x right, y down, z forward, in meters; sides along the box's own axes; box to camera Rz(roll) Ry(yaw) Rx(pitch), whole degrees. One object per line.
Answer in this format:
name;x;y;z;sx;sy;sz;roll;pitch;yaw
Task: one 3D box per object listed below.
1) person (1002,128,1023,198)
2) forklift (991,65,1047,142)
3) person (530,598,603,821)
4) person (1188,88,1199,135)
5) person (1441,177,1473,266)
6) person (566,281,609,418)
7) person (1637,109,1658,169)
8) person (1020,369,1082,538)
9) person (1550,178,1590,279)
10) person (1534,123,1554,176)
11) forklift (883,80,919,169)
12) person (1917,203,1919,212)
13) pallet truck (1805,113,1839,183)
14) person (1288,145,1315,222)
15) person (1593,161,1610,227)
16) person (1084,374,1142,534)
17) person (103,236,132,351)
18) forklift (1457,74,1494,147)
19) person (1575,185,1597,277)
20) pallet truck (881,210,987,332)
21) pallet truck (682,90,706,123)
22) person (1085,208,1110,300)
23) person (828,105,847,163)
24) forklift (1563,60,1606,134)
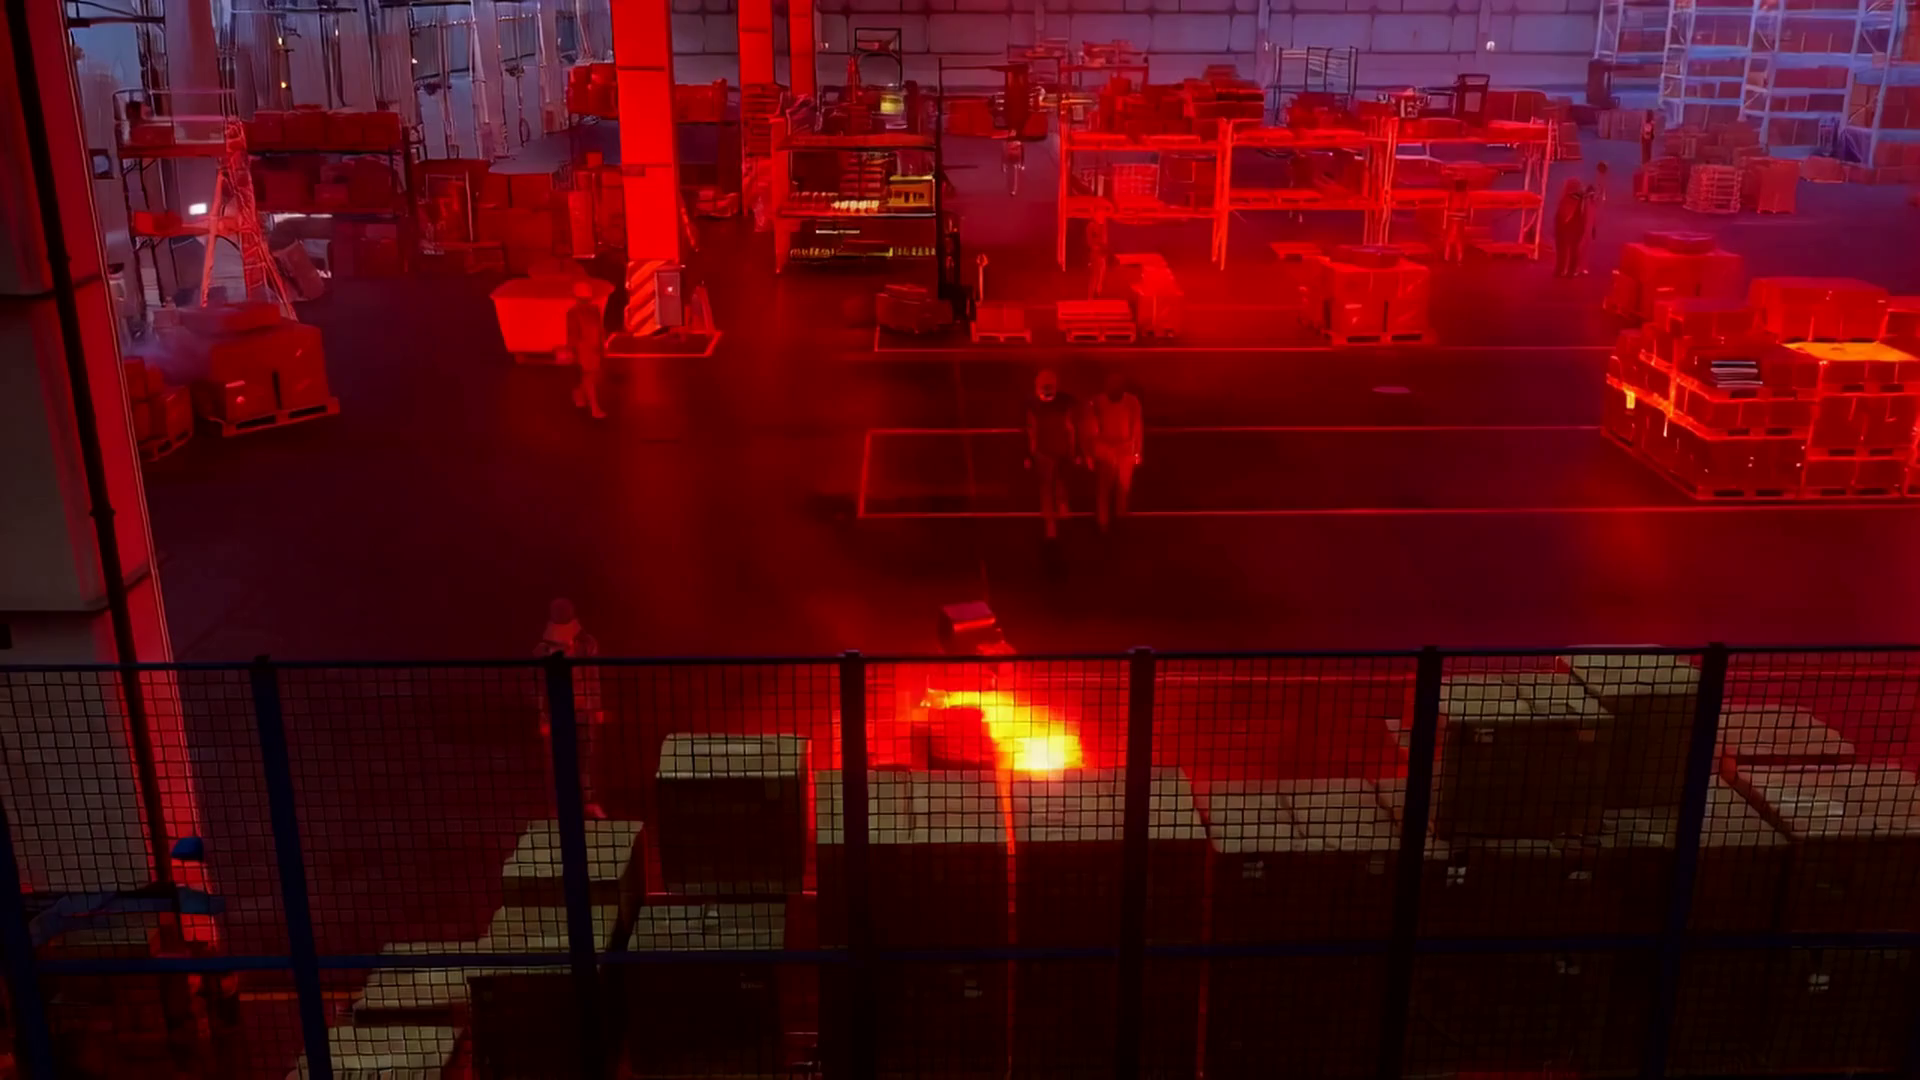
person;1.492;-10.681;47.058;0.598;1.908;0.632;1;19;2
forklift;2.267;-16.490;62.791;1.873;2.768;1.129;-10;21;-27
person;-2.809;1.231;11.970;0.490;1.743;0.324;-10;21;-27
person;8.926;-16.390;63.986;0.571;1.923;0.554;-7;20;-21
person;10.646;-6.815;35.620;0.572;1.886;0.358;10;21;28
person;-5.300;-2.719;23.444;0.849;1.910;0.547;16;24;39
person;22.356;-13.009;53.963;0.396;1.911;0.588;-3;19;-9
person;0.998;-0.998;18.338;0.685;1.903;0.644;1;19;2
person;12.478;-6.393;34.130;0.686;2.000;0.538;-6;20;-17
person;18.418;-12.244;52.168;0.799;1.602;0.514;17;25;41
forklift;-1.527;-13.236;53.138;1.873;2.768;1.129;-1;19;-1
person;25.329;-9.316;42.971;0.685;1.940;0.661;17;25;41
pallet truck;26.403;-11.957;50.702;0.823;1.965;1.885;6;19;16
person;8.638;-9.043;42.172;0.654;1.925;0.547;0;19;1
person;15.858;-8.570;41.239;0.384;1.624;0.521;-3;19;-9
person;1.682;-0.949;18.317;0.663;1.823;0.439;-2;19;-7
person;-13.979;-4.036;27.308;0.588;1.930;0.361;-13;23;-35
forklift;17.489;-14.478;56.822;1.129;2.768;1.873;-1;19;-1
person;12.964;-6.391;34.393;0.542;1.871;0.319;-11;22;-30
pallet truck;-0.493;-4.759;29.349;1.885;1.965;0.823;-13;23;-34
pallet truck;-9.671;-15.907;62.421;0.823;1.965;1.885;5;19;15
person;2.586;-5.297;31.197;0.429;1.838;0.621;12;22;31
person;-4.111;-13.591;55.709;0.651;1.885;0.999;2;19;6
forklift;25.219;-17.652;66.238;1.873;2.768;1.129;0;19;-1
